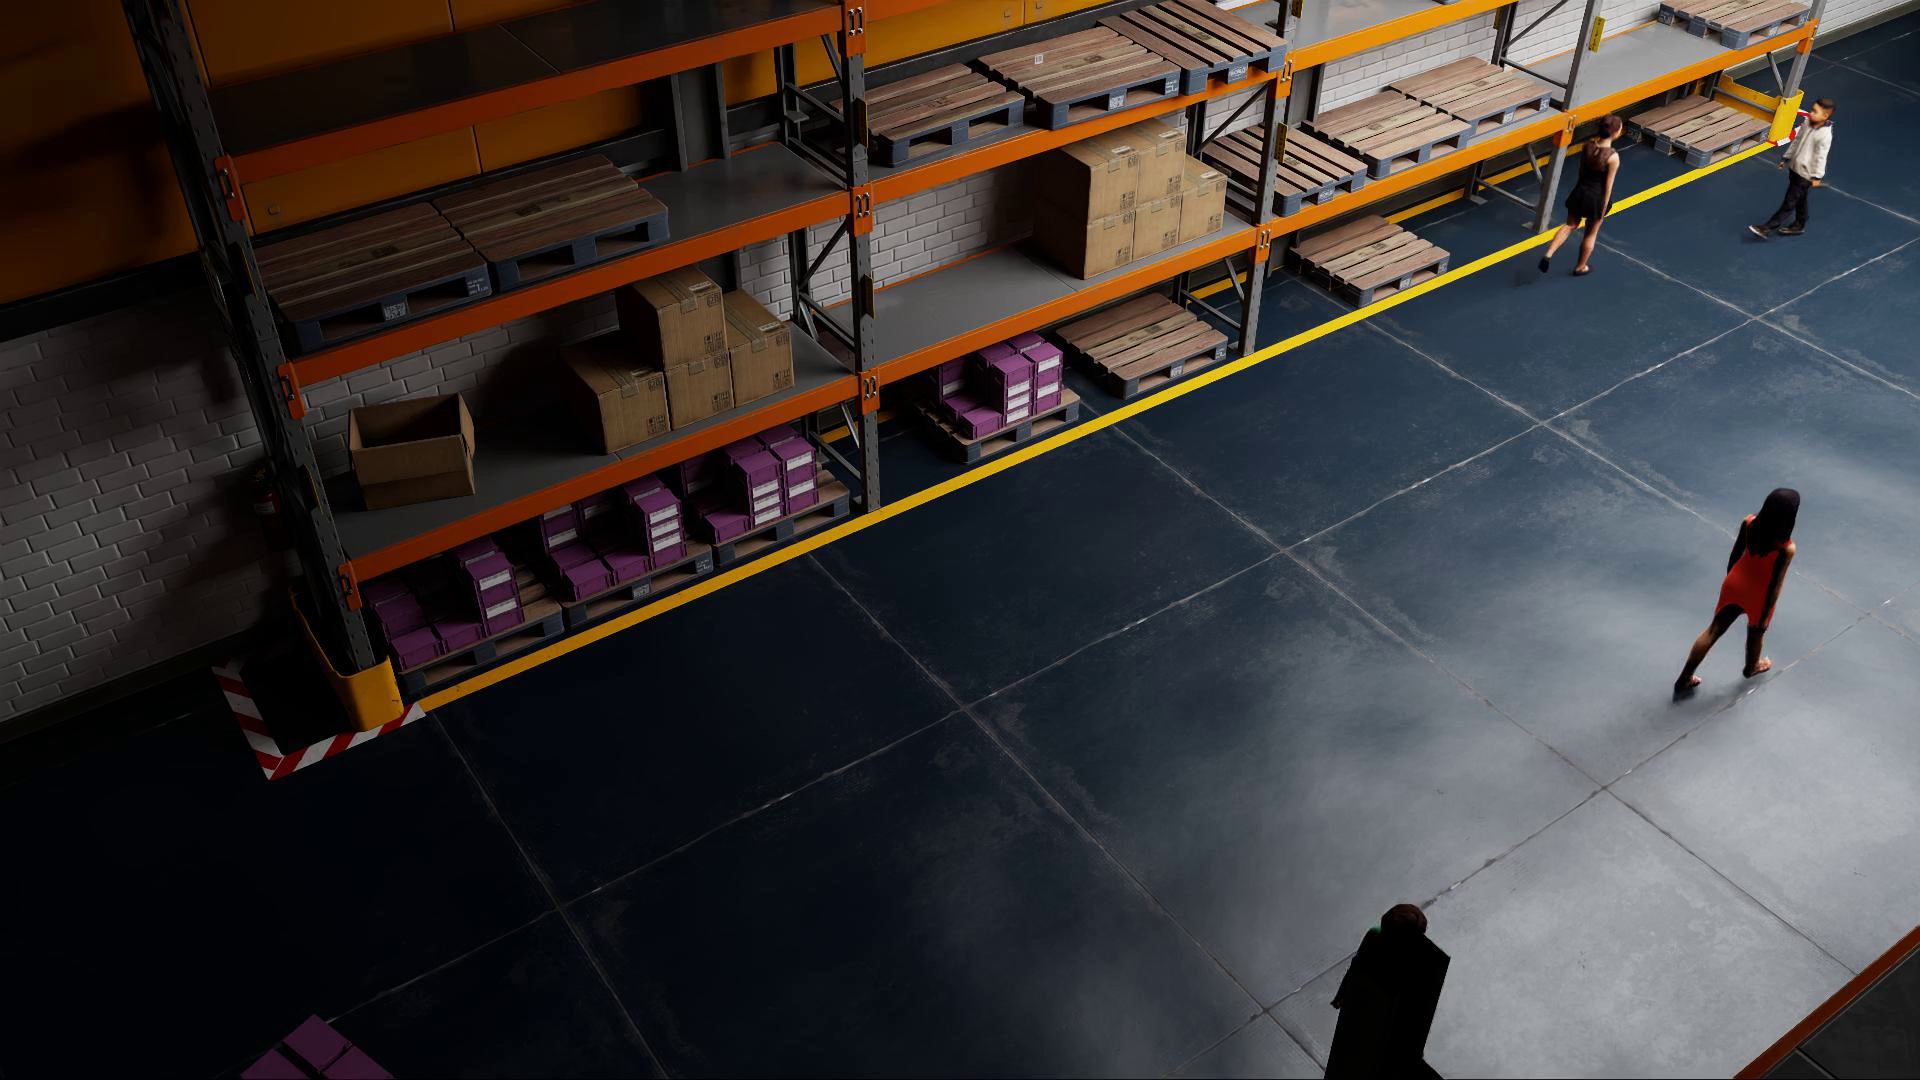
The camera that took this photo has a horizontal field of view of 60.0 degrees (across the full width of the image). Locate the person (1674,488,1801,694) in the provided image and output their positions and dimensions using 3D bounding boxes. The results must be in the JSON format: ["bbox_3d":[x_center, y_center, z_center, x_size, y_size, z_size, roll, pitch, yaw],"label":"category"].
[{"bbox_3d":[5.169,0.381,11.051,1.057,1.679,0.666,-19,42,-22],"label":"person"}]

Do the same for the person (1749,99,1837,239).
[{"bbox_3d":[8.322,-3.611,16.252,1.002,1.426,0.859,-4,39,-5],"label":"person"}]

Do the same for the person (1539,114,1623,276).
[{"bbox_3d":[5.820,-3.178,15.519,0.880,1.664,0.597,-22,44,-25],"label":"person"}]

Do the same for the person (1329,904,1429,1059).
[{"bbox_3d":[2.236,2.391,8.583,1.126,1.618,0.636,-21,43,-24],"label":"person"}]
